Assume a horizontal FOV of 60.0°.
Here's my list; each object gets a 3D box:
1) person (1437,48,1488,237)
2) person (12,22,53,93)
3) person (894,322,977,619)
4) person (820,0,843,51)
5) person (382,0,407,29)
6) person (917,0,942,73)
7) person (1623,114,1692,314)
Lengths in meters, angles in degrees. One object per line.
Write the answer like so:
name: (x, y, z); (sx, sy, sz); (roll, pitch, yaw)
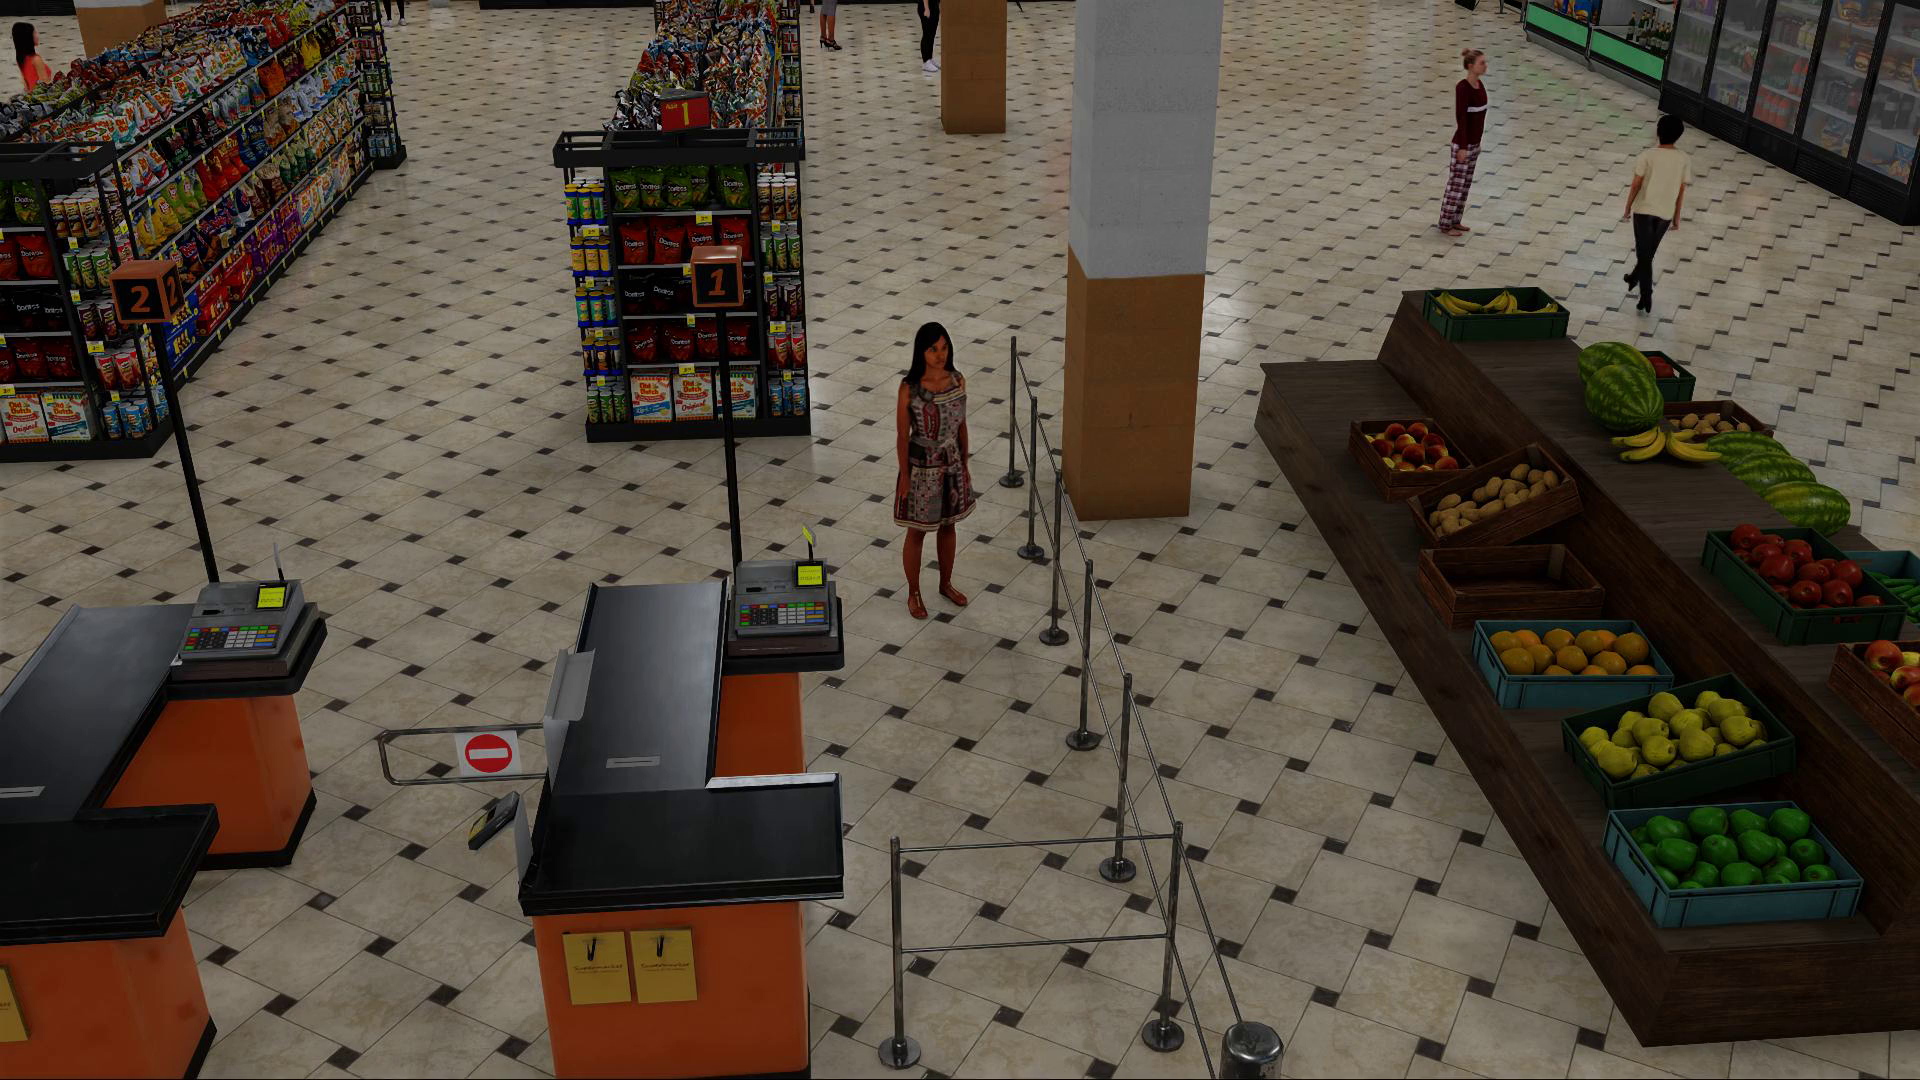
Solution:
person: (4.703, -3.696, 15.459); (0.738, 1.687, 0.664); (19, 32, 32)
person: (-9.128, -4.224, 16.477); (0.894, 1.707, 0.973); (18, 32, 31)
person: (-0.145, -0.390, 8.985); (0.723, 1.645, 0.693); (-15, 31, -27)
person: (-1.872, -7.914, 23.671); (0.727, 1.781, 0.607); (-15, 30, -27)
person: (-8.724, -8.739, 25.309); (0.699, 1.772, 0.725); (-21, 34, -35)
person: (-0.405, -7.152, 22.326); (0.759, 1.639, 0.660); (10, 29, 19)
person: (5.623, -2.596, 13.444); (0.672, 1.546, 1.009); (1, 27, 1)
